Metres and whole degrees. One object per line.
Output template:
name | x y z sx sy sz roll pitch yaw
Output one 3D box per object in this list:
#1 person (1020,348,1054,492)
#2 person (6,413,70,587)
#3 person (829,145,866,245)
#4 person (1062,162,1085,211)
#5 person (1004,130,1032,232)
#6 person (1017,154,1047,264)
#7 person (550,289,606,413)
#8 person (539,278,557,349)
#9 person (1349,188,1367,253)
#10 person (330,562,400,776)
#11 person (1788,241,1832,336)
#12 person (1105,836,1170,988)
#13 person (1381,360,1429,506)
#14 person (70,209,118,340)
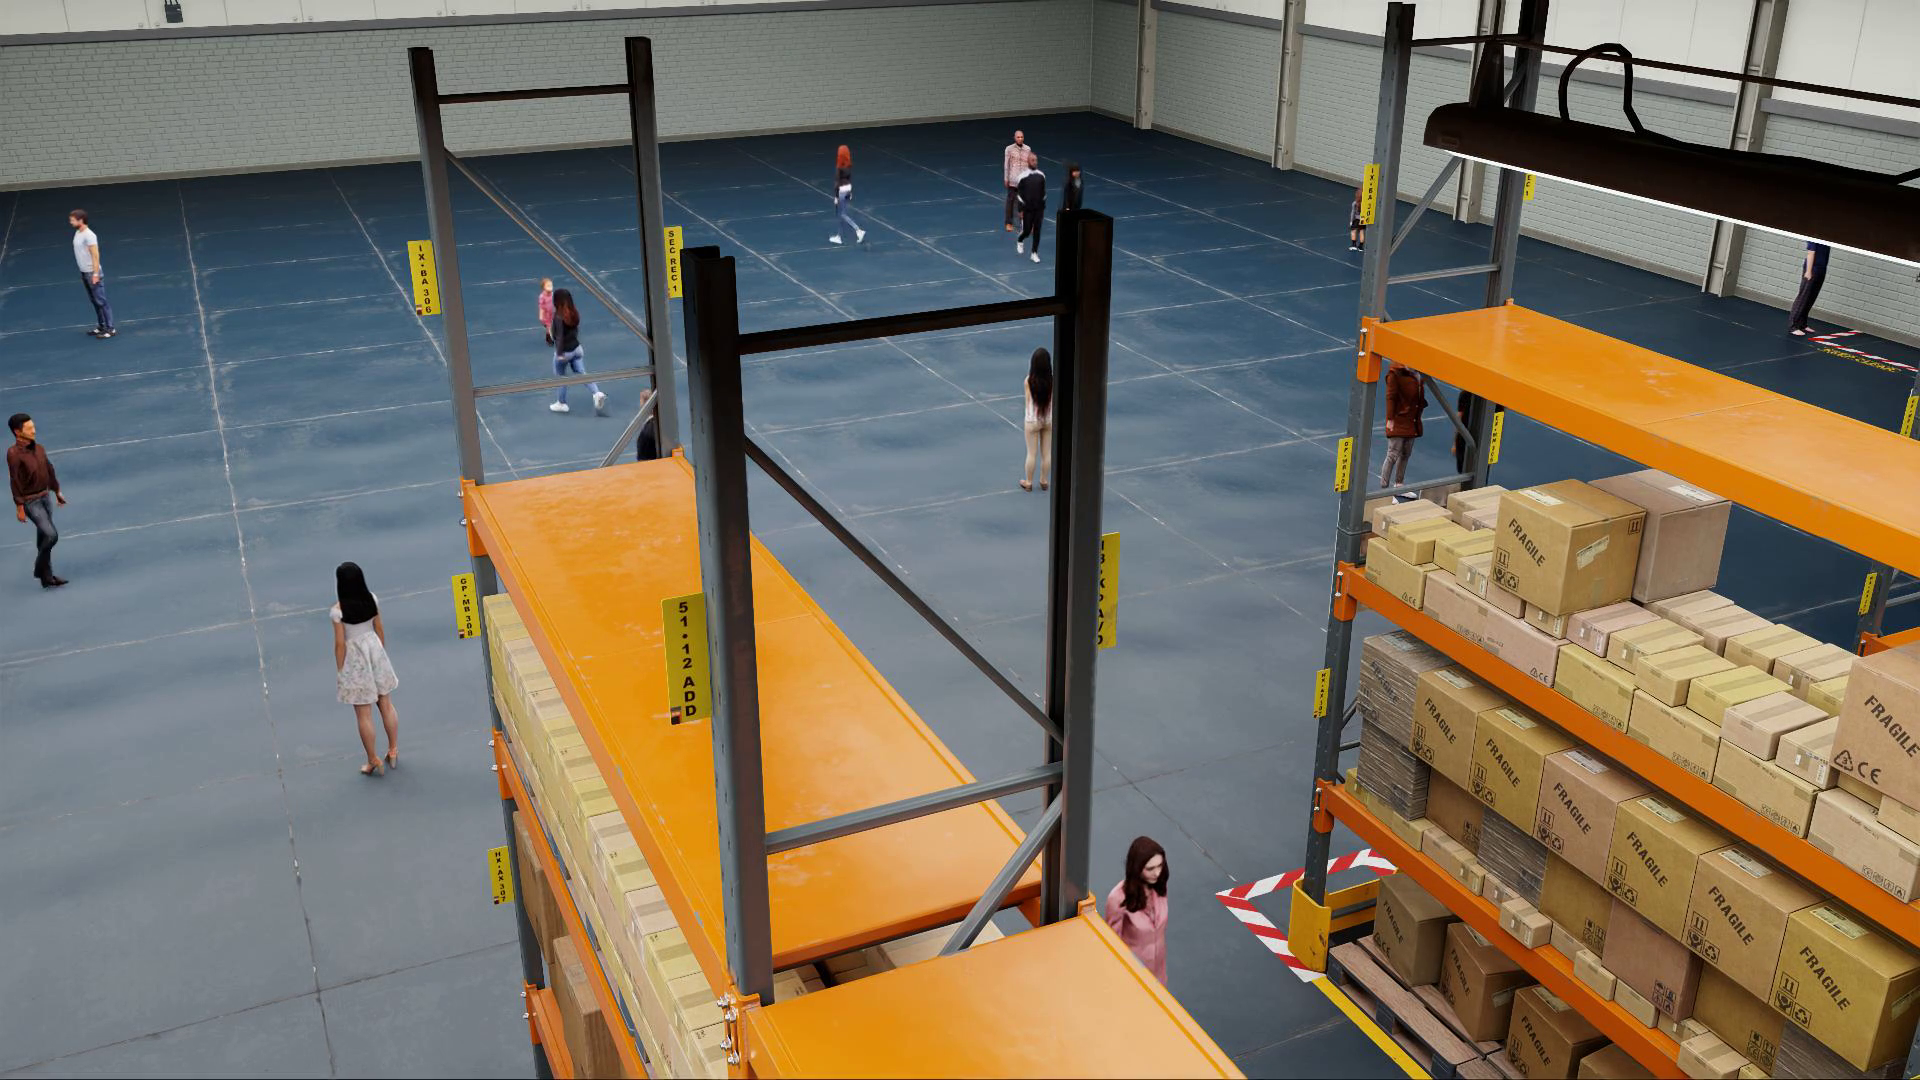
person | 0.893 -1.320 18.397 0.643 1.654 0.572 -10 25 -23
person | -8.982 -0.365 16.004 0.843 1.769 0.723 2 23 5
person | -2.001 -6.066 29.421 1.170 1.761 0.926 16 28 34
person | 1.922 -5.776 28.928 0.630 1.613 0.942 -15 27 -32
person | 1.063 -6.662 30.762 0.701 1.808 0.620 -7 24 -16
person | 1.212 -5.705 28.511 0.718 1.809 0.938 -8 24 -17
person | -4.853 -2.359 20.894 1.109 1.612 1.002 10 25 23
person | -5.887 -3.248 23.768 0.542 0.999 0.786 -18 29 -36
person | 7.027 -5.635 29.254 0.499 1.099 0.510 -7 24 -16
person | -4.594 0.985 12.825 0.774 1.774 0.753 18 29 36
person | 12.476 -3.943 24.288 0.702 1.871 0.610 -16 28 -33
person | 0.980 2.440 9.367 0.658 1.801 0.590 -16 28 -34
person | 4.831 -1.309 18.136 0.790 1.838 0.801 -18 29 -37
person | -12.597 -3.878 24.142 0.616 1.866 0.769 20 30 39
